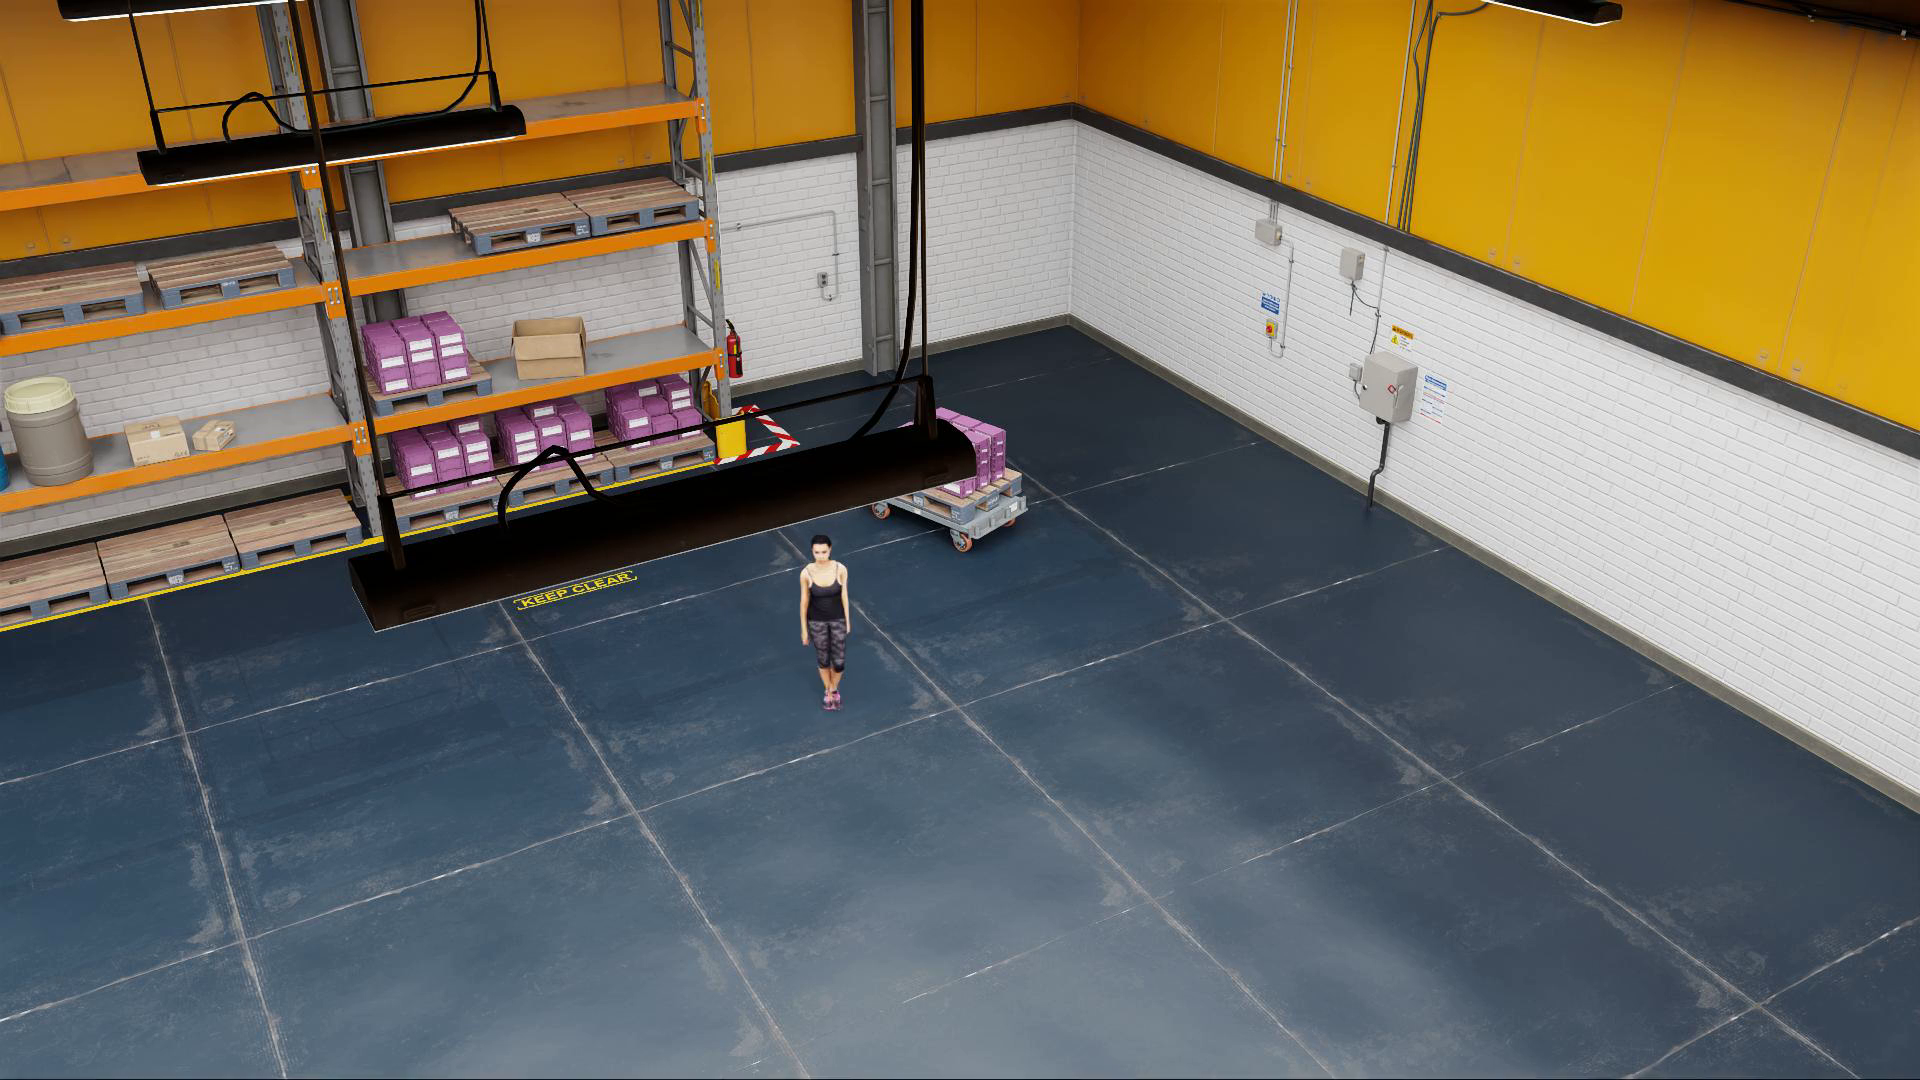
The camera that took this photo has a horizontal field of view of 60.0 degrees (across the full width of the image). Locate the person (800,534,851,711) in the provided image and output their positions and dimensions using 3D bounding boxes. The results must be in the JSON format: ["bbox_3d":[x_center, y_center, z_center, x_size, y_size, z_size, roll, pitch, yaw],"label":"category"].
[{"bbox_3d":[-1.164,0.682,14.451,0.652,1.715,0.737,-4,29,-6],"label":"person"}]
